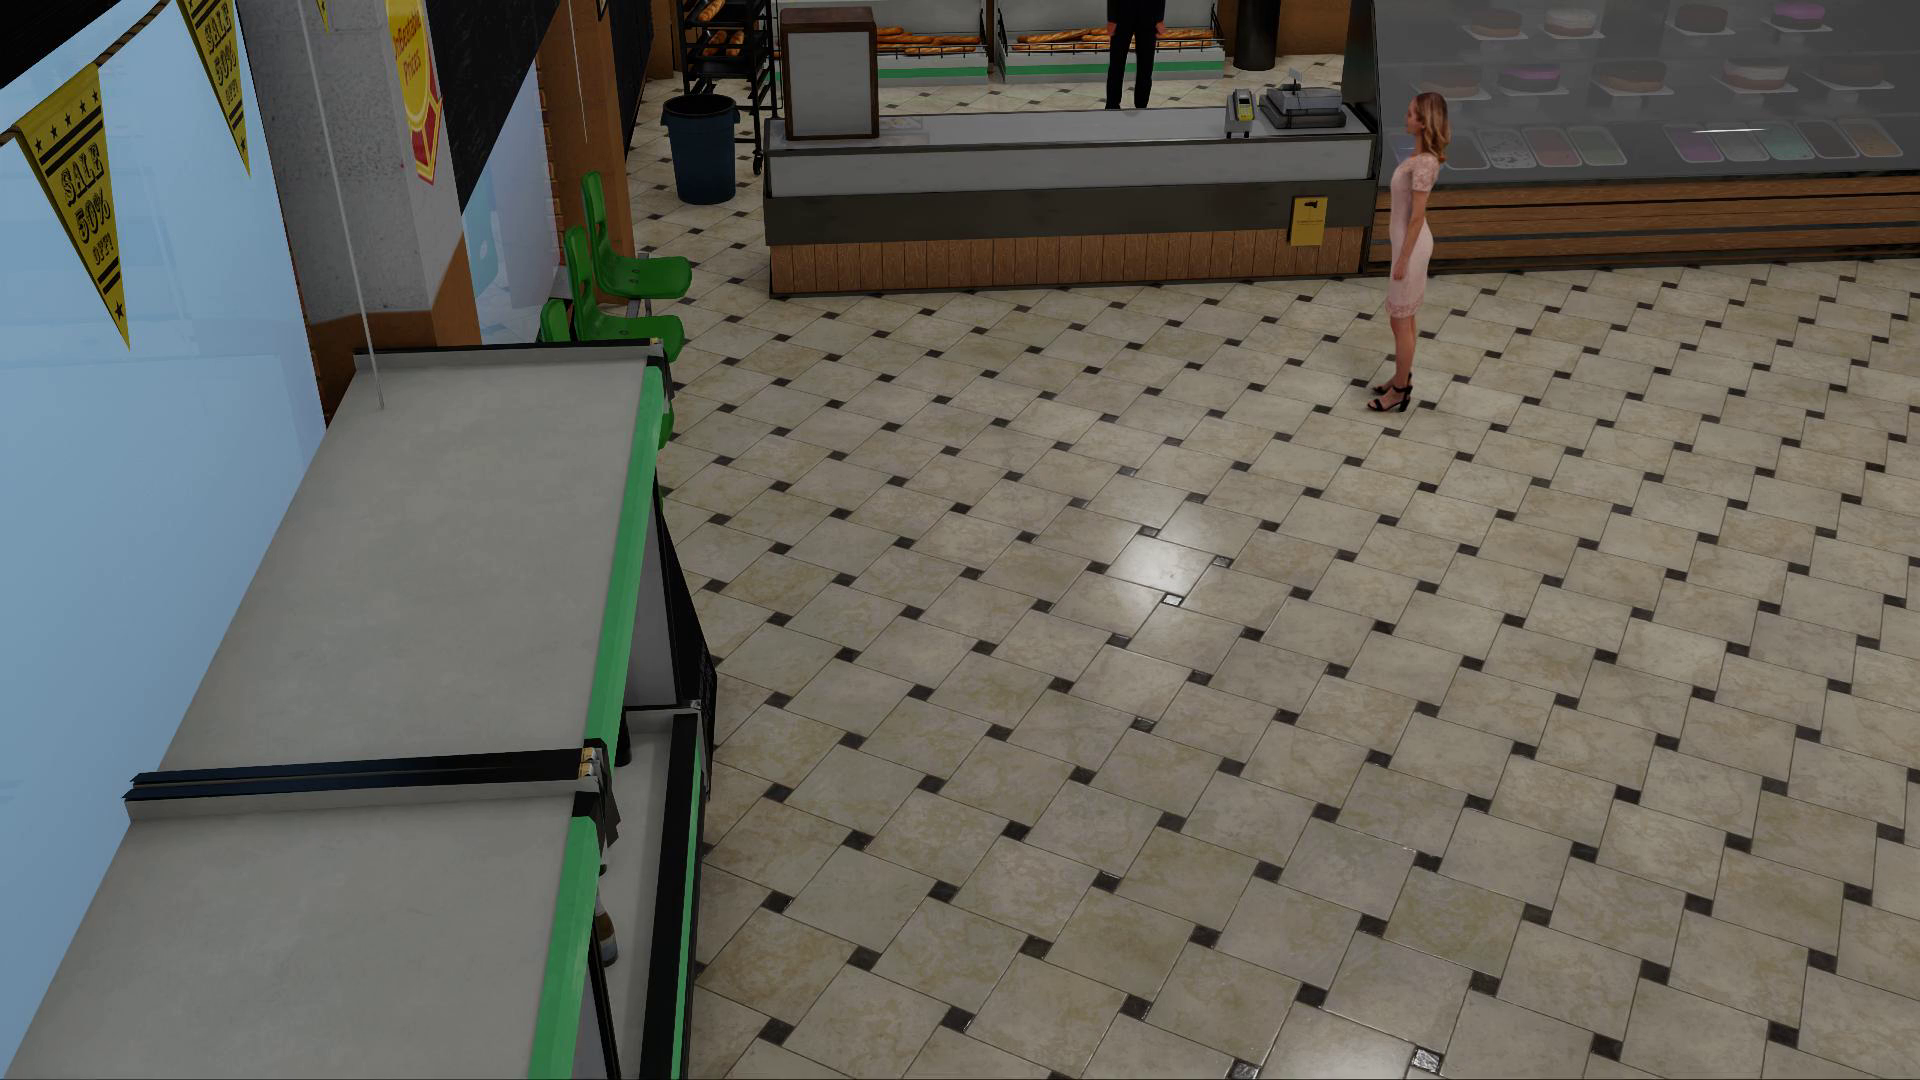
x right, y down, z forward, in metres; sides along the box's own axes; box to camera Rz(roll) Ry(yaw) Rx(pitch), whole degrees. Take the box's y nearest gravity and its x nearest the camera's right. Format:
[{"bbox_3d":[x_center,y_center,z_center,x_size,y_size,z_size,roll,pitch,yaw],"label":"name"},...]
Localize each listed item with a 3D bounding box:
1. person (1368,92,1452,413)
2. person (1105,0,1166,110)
[{"bbox_3d":[2.502,-1.573,9.218,0.708,1.829,0.581,11,34,17],"label":"person"},{"bbox_3d":[1.426,-4.246,13.477,0.627,1.868,0.574,-2,32,-3],"label":"person"}]
